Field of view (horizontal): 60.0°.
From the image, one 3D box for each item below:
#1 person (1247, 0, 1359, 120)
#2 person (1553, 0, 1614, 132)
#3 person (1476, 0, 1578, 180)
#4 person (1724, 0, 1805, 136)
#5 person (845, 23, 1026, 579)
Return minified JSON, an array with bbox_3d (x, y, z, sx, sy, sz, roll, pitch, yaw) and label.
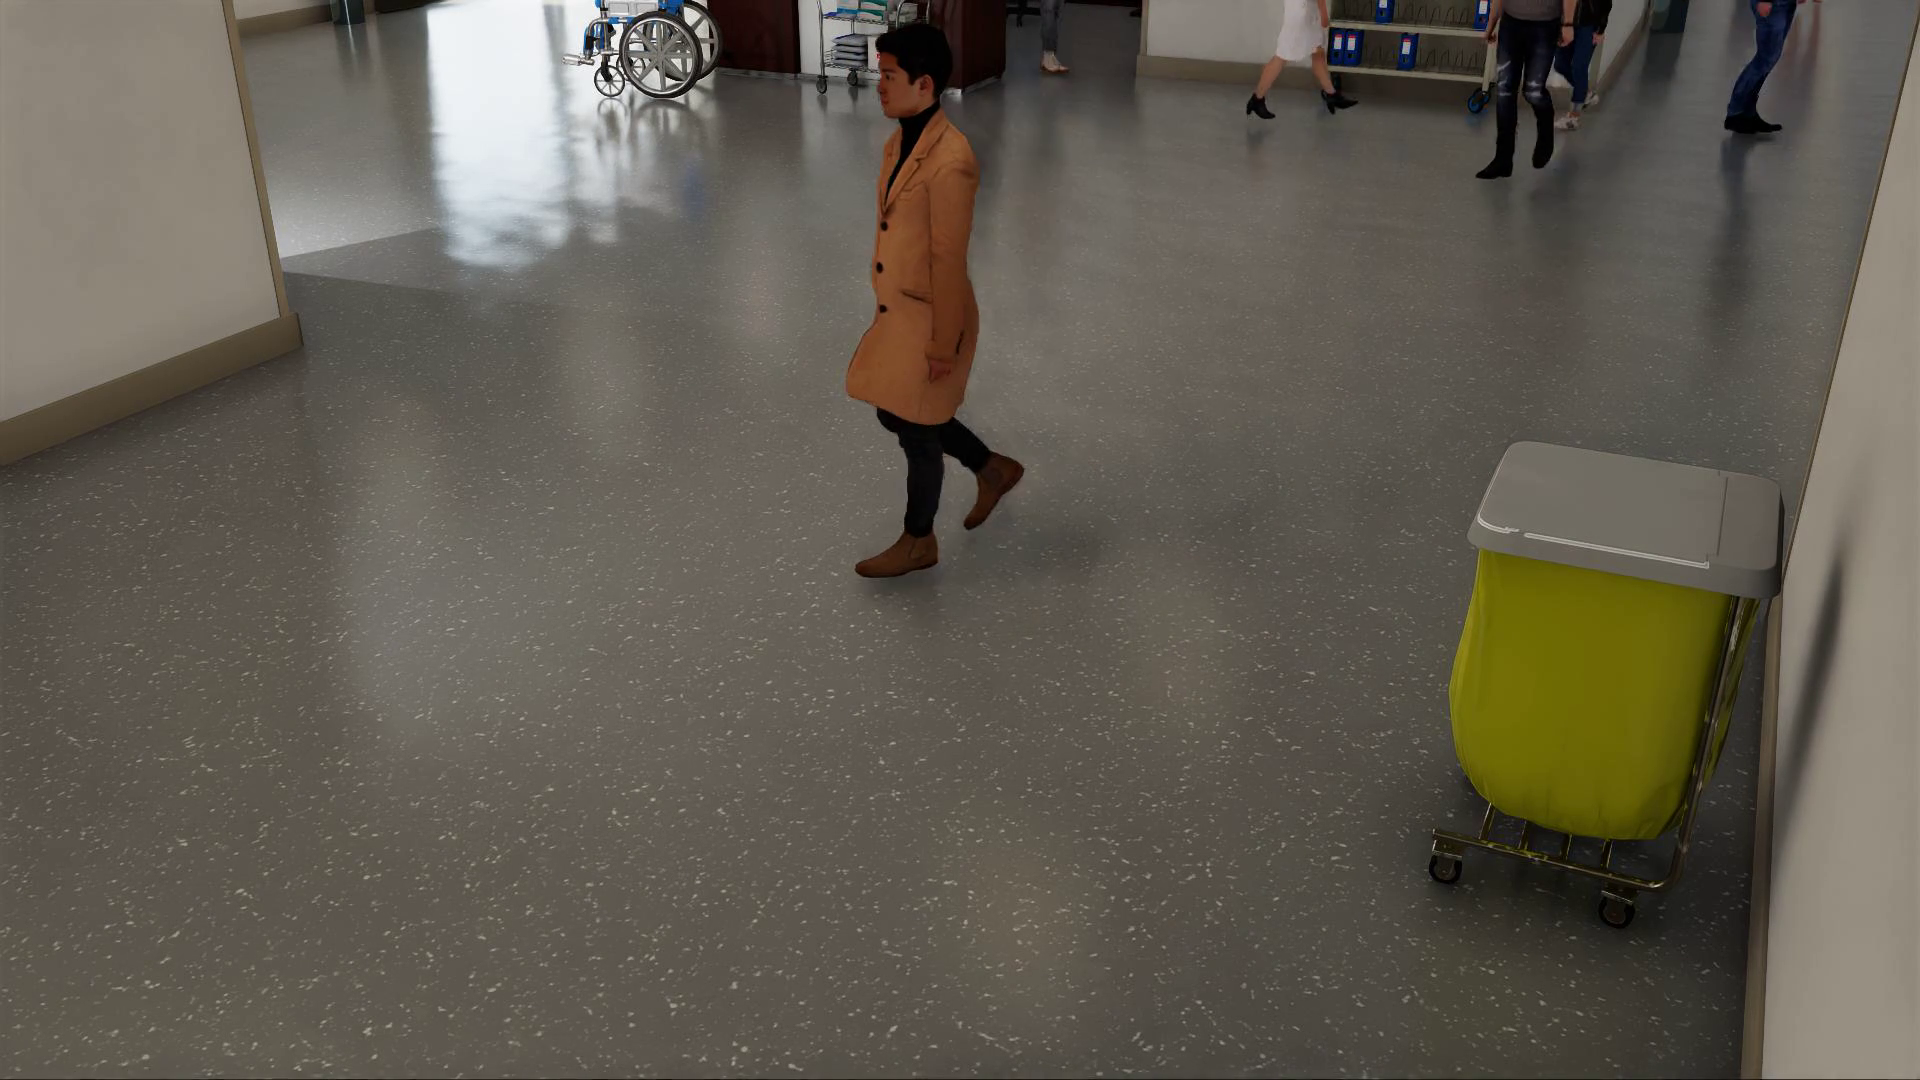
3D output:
[{"bbox_3d":[2.290,-3.641,11.509,1.107,1.504,0.867,0,26,-1],"label":"person"},{"bbox_3d":[4.332,-3.552,11.362,0.797,1.472,0.739,-10,27,-20],"label":"person"},{"bbox_3d":[3.470,-3.110,9.968,0.935,1.887,0.909,-22,33,-37],"label":"person"},{"bbox_3d":[5.492,-3.660,11.148,0.721,1.852,0.789,16,30,30],"label":"person"},{"bbox_3d":[-0.031,-0.702,5.127,0.982,1.712,0.936,-11,28,-22],"label":"person"}]
